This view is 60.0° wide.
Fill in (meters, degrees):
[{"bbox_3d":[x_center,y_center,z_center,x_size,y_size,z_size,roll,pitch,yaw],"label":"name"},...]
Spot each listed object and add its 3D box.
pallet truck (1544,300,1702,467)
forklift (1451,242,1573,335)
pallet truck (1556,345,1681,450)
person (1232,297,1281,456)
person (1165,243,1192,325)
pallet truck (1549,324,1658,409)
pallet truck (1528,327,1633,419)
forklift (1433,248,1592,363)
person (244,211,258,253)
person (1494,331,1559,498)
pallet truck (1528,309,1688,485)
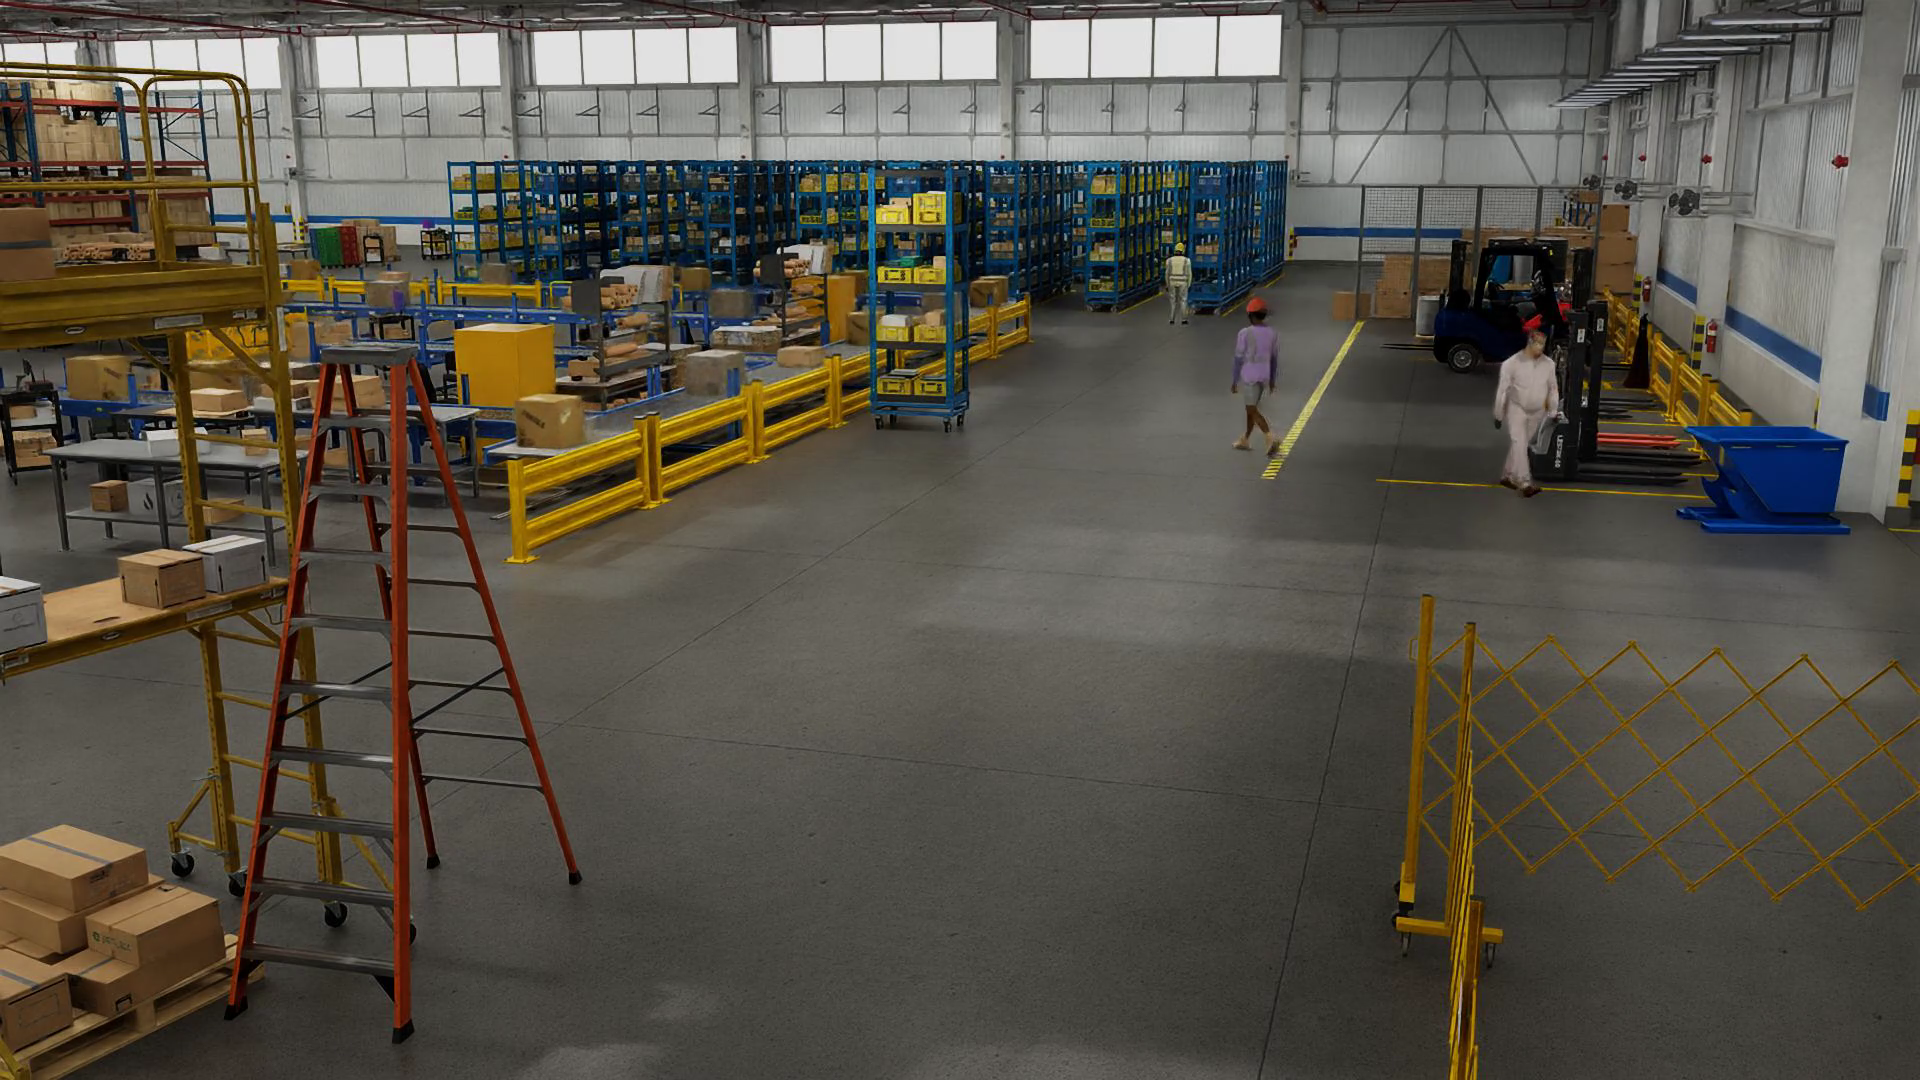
[{"bbox_3d":[8.263,-1.952,20.631,1.885,1.965,0.823,5,14,20],"label":"pallet truck"},{"bbox_3d":[10.464,-4.597,31.405,2.680,1.987,1.157,4,14,16],"label":"forklift"},{"bbox_3d":[8.641,-1.896,21.908,1.630,1.274,0.653,4,14,16],"label":"pallet truck"},{"bbox_3d":[3.801,-2.072,21.128,0.613,2.017,0.930,-8,15,-29],"label":"person"},{"bbox_3d":[4.924,-5.761,37.440,0.589,1.834,0.403,4,14,17],"label":"person"},{"bbox_3d":[9.824,-2.669,25.407,1.601,1.201,0.680,4,14,16],"label":"pallet truck"},{"bbox_3d":[9.065,-2.460,24.370,1.522,1.261,0.704,3,13,14],"label":"pallet truck"},{"bbox_3d":[9.780,-4.111,29.280,2.680,1.987,1.157,3,13,14],"label":"forklift"},{"bbox_3d":[-23.713,-10.064,55.843,0.614,1.924,0.838,-11,17,-41],"label":"person"},{"bbox_3d":[6.369,-1.416,18.664,0.648,1.836,1.062,-3,13,-11],"label":"person"},{"bbox_3d":[7.554,-1.677,19.446,1.885,1.965,0.823,3,13,14],"label":"pallet truck"}]
